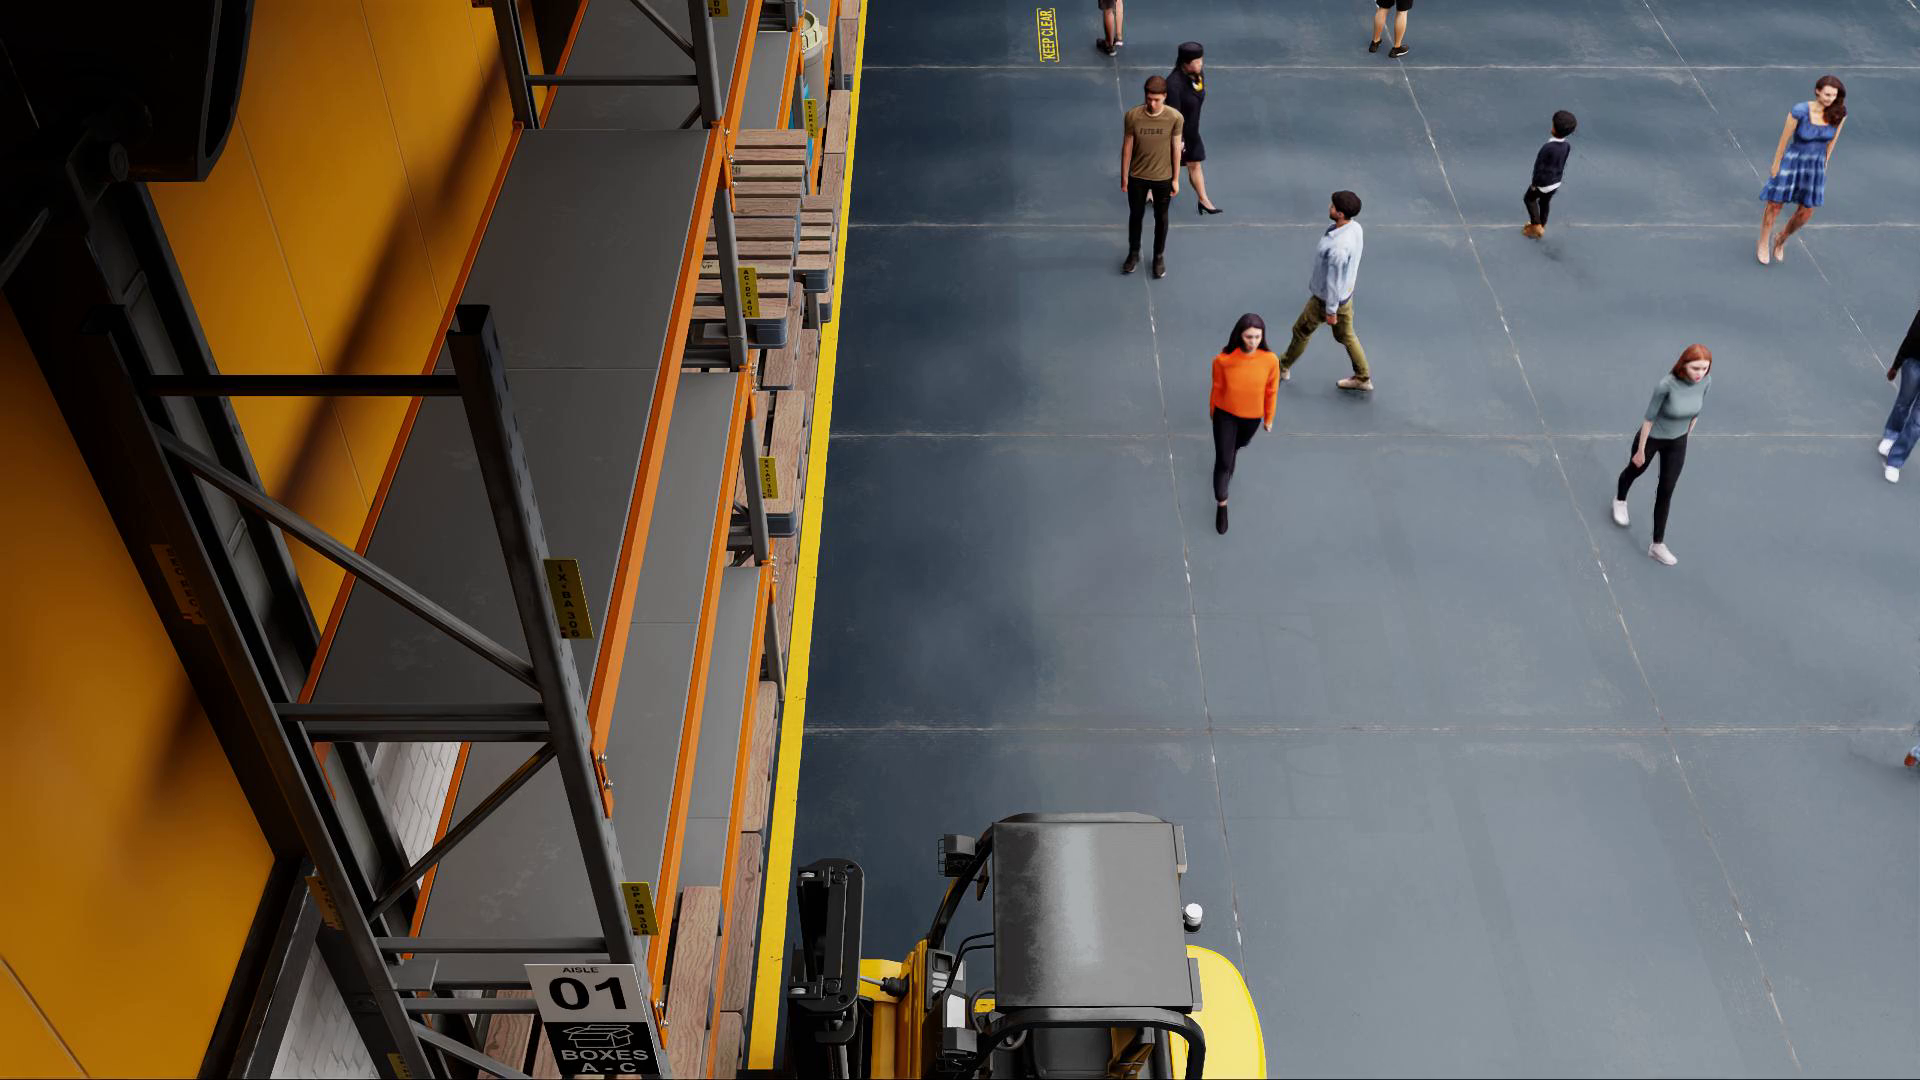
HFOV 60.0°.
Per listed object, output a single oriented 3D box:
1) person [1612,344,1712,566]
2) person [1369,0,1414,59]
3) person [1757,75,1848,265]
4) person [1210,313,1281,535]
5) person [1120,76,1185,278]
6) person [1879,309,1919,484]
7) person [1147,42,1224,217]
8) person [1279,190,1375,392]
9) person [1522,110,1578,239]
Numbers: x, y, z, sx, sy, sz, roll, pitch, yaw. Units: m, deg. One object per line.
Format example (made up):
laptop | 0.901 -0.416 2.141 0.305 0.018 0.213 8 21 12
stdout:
person | 4.924 -0.737 11.777 0.691 1.709 1.050 -4 44 -5
person | 4.529 -5.821 17.113 0.702 1.709 0.727 26 50 25
person | 7.177 -3.192 14.293 0.685 1.791 0.707 3 44 4
person | 2.008 -0.960 12.008 0.641 1.713 1.102 0 44 0
person | 1.631 -3.121 14.178 0.698 1.849 0.620 6 44 6
person | 7.234 -1.334 12.390 0.891 1.726 1.015 23 48 22
person | 1.888 -3.678 14.922 1.162 1.629 1.108 33 53 30
person | 2.979 -1.865 12.920 1.127 1.765 1.235 21 47 20
person | 5.235 -3.195 14.713 0.585 1.217 0.611 -19 47 -19
